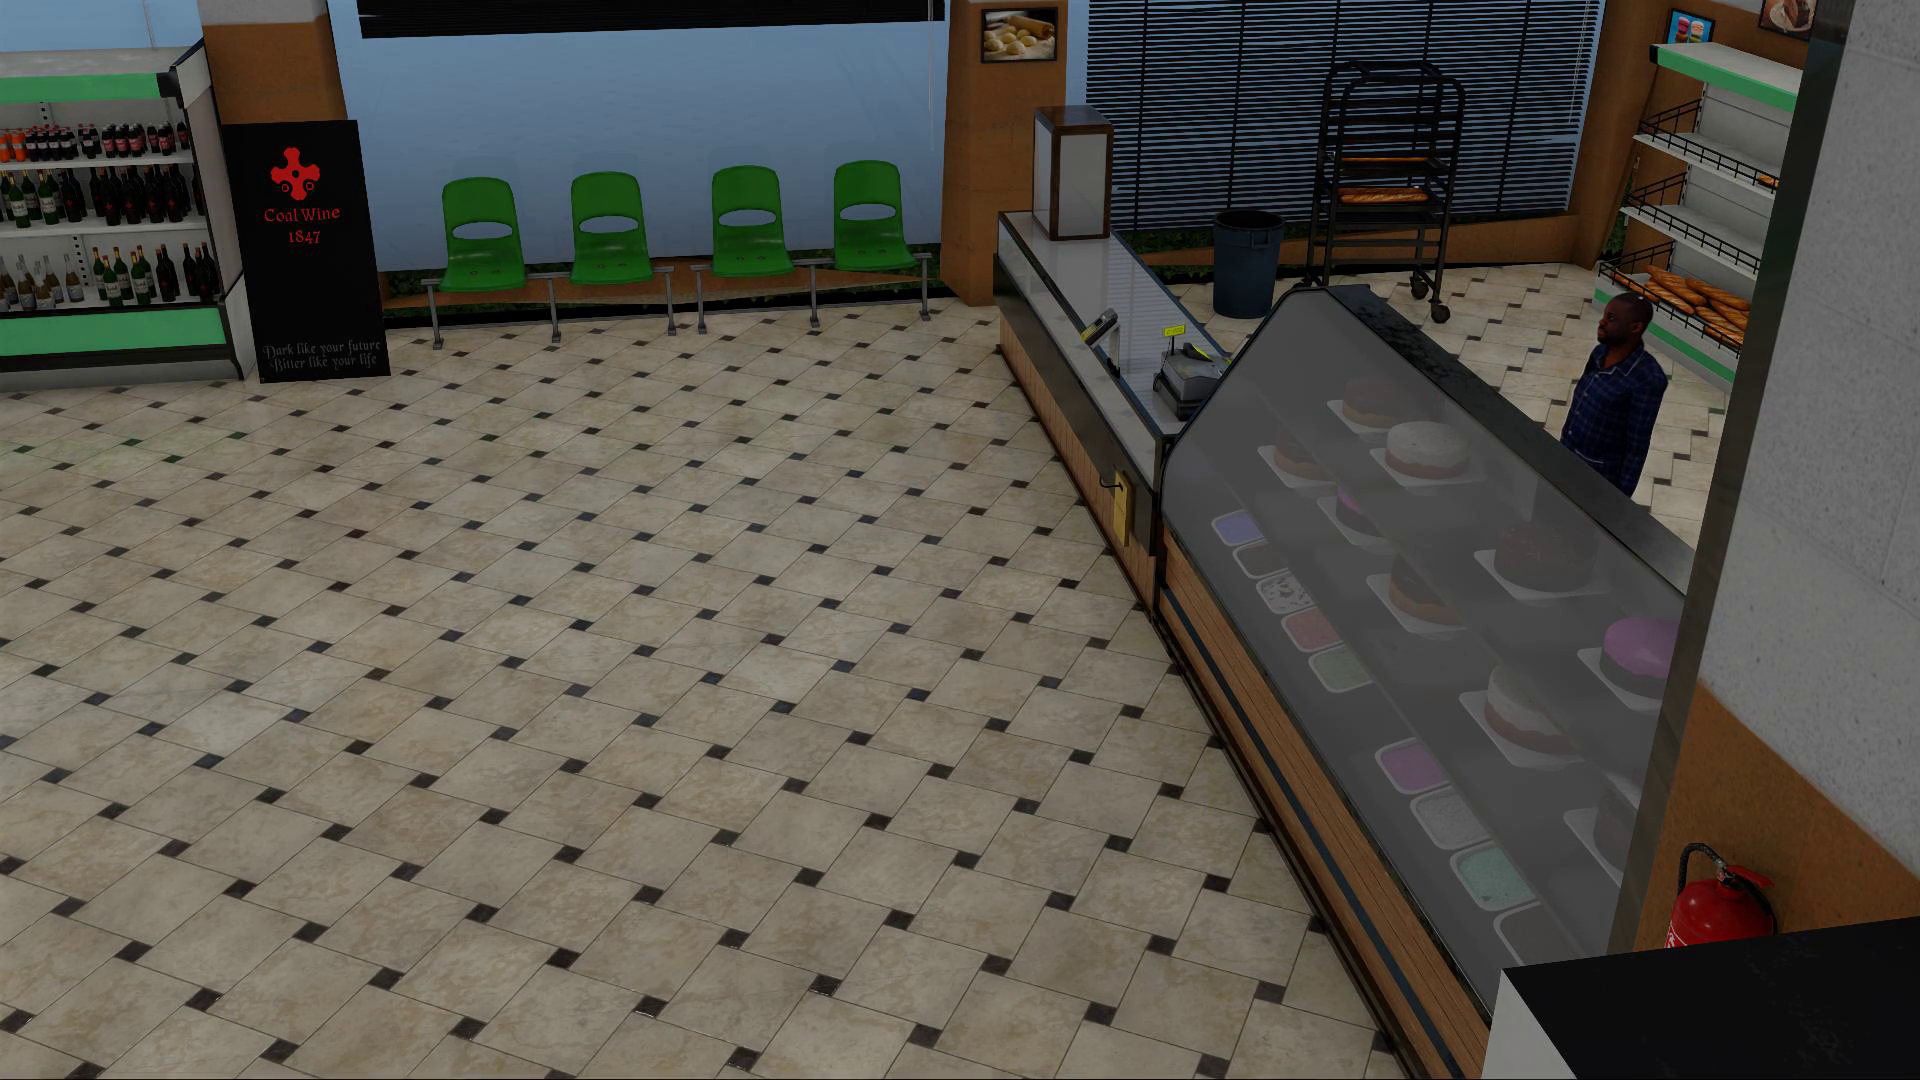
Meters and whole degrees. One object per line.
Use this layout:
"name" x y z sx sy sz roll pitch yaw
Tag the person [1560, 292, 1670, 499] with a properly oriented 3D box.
"person" 2.938 -0.277 7.674 0.585 1.824 0.650 -4 27 -9
